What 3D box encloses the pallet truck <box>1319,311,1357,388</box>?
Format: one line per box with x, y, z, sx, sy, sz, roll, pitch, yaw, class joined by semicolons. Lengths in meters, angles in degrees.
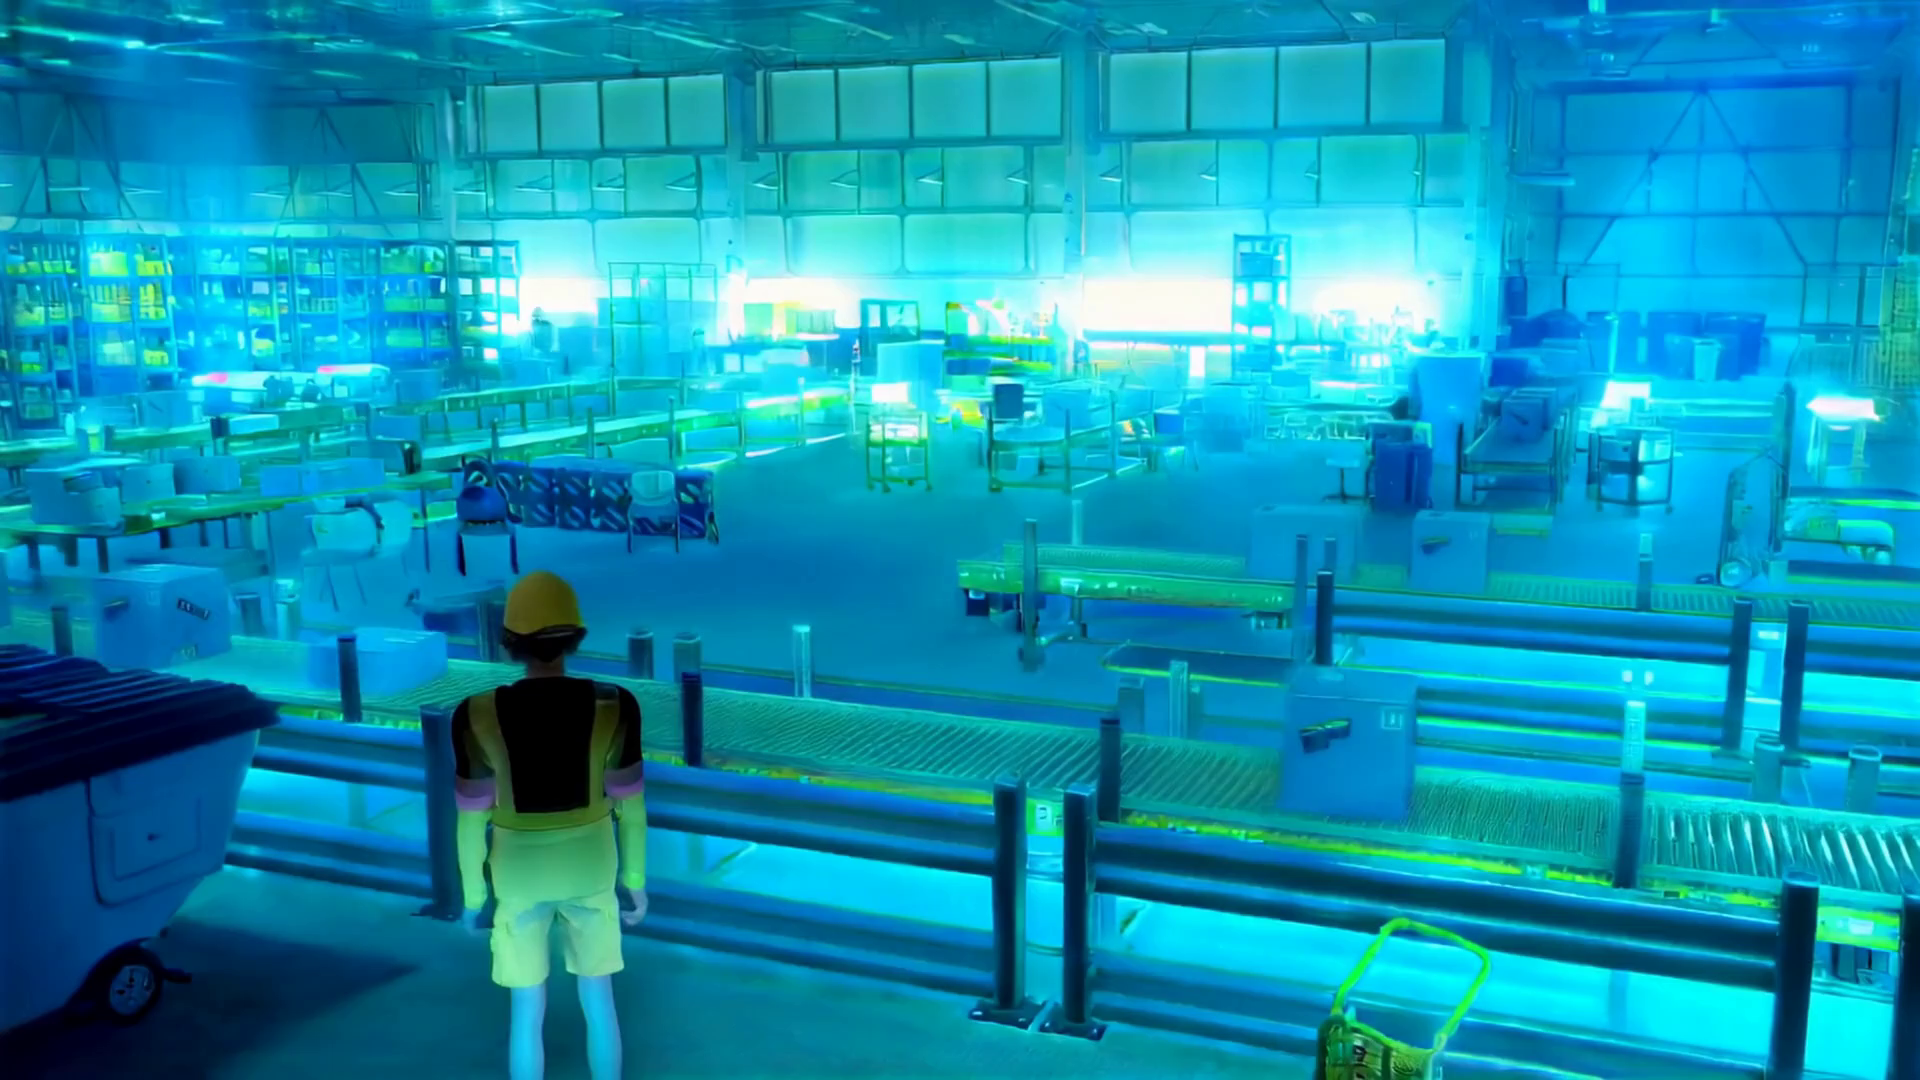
9.071;-4.419;39.190;0.823;1.965;1.885;5;10;26;pallet truck

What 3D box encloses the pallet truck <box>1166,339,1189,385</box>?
5.418;-4.269;40.420;0.704;1.261;1.522;3;10;20;pallet truck

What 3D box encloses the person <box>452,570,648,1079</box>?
-1.349;1.109;5.536;0.615;2.047;0.357;-3;10;-16;person

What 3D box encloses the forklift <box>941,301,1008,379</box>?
0.365;-4.966;41.571;1.157;1.987;2.680;3;10;20;forklift

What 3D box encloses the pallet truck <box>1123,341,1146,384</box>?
4.445;-4.380;41.279;0.680;1.201;1.601;4;10;22;pallet truck

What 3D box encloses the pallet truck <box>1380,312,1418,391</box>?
10.207;-4.283;38.369;0.823;1.965;1.885;3;10;20;pallet truck

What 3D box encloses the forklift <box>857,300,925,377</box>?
-1.732;-5.109;42.468;1.157;1.987;2.680;4;10;22;forklift

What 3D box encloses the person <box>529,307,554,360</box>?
-10.804;-5.019;42.899;0.663;1.967;0.512;-6;11;-30;person

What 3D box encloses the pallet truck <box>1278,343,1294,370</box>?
7.886;-4.163;39.743;0.653;1.274;1.630;4;10;22;pallet truck

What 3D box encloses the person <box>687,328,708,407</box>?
-5.479;-3.495;34.357;0.834;1.729;0.547;-1;9;-9;person

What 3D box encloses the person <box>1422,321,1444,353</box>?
8.625;-2.963;30.268;0.488;2.027;0.619;6;11;31;person
